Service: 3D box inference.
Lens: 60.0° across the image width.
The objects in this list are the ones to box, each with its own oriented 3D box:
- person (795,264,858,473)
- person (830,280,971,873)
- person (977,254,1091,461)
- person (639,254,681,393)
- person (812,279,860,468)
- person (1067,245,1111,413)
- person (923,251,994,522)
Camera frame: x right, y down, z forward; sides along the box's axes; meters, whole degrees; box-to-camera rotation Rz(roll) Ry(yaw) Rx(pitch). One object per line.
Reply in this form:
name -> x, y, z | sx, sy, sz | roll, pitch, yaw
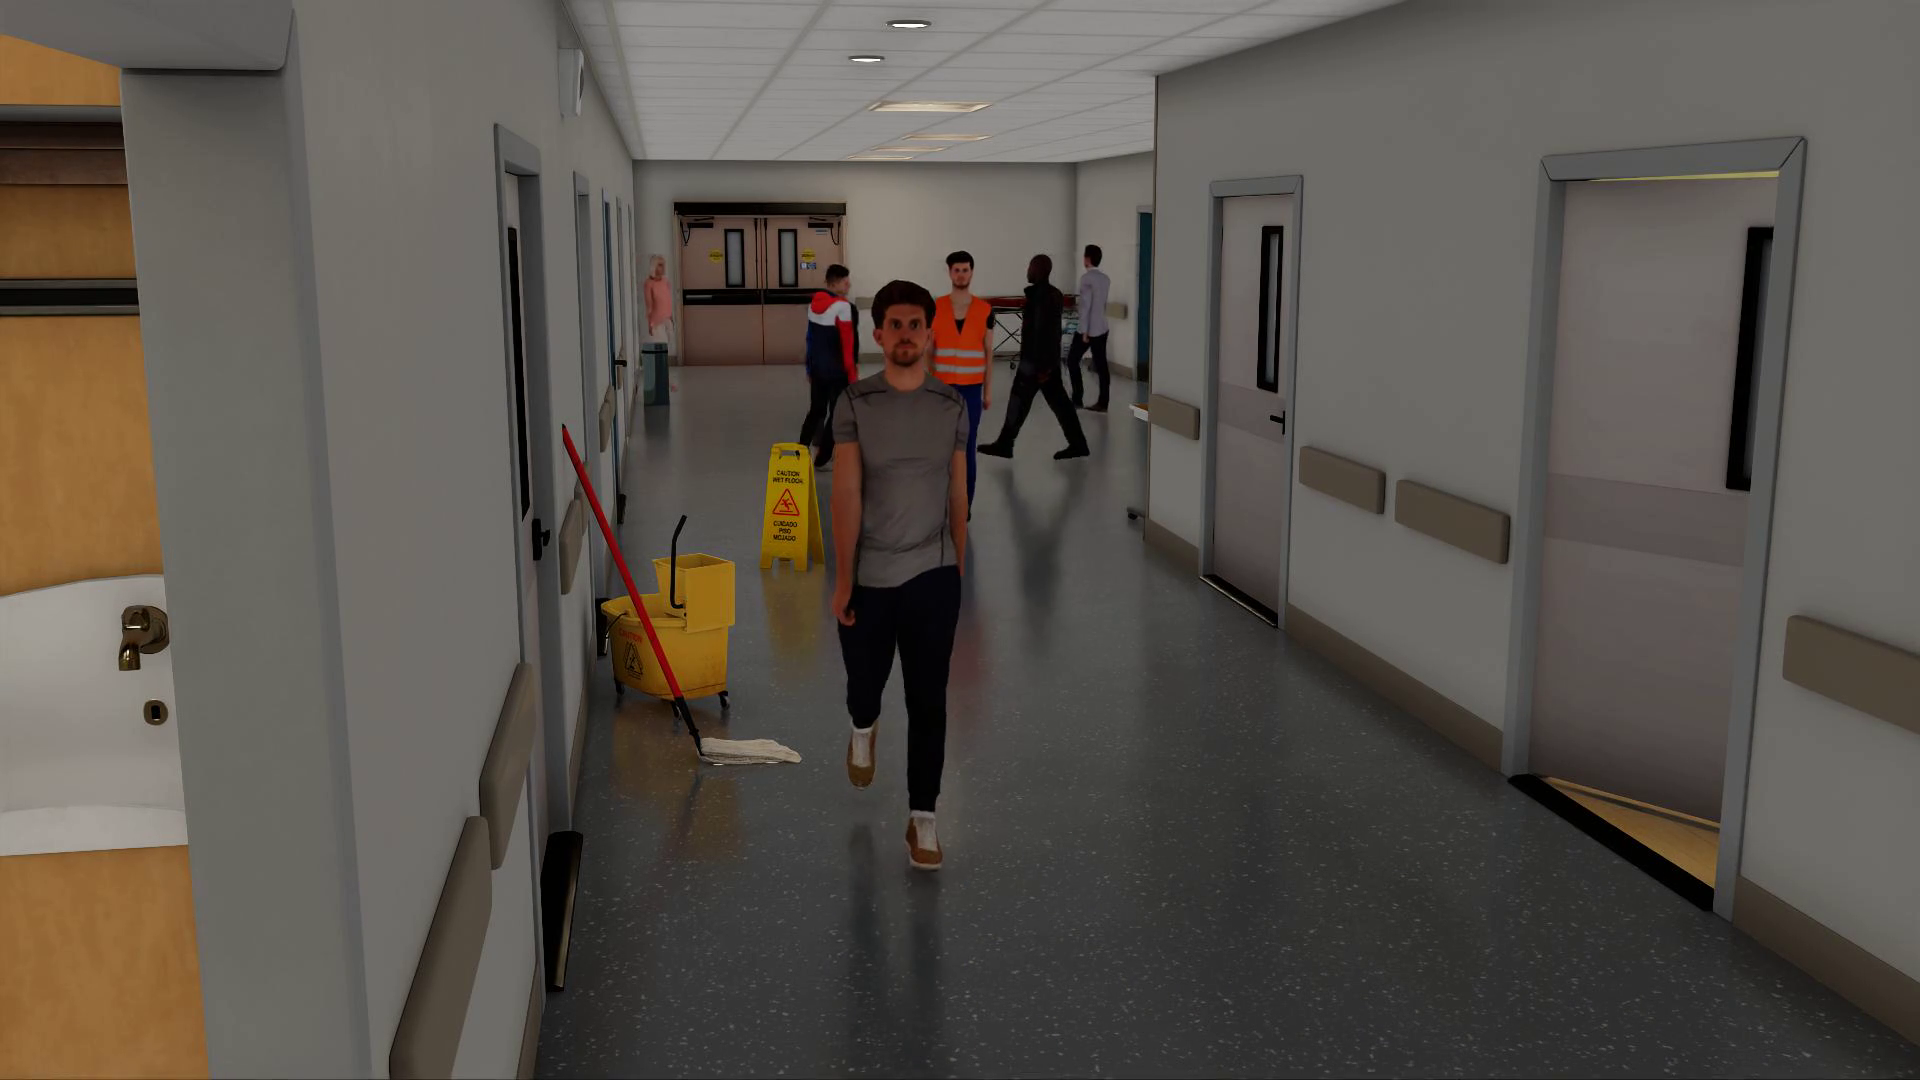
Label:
person -> -1.130, -1.420, 13.924 | 0.793, 1.728, 0.892 | 6, 13, 31
person -> -0.226, 0.099, 5.541 | 0.658, 1.870, 1.164 | -1, 11, -8
person -> 0.801, -1.536, 14.389 | 1.159, 1.782, 1.287 | 3, 11, 17
person -> -3.797, -2.681, 20.654 | 0.952, 1.697, 0.922 | 5, 12, 23
person -> -1.086, -1.471, 14.349 | 0.599, 1.670, 0.532 | -2, 11, -13
person -> 1.532, -2.311, 18.348 | 0.976, 1.829, 0.910 | 10, 15, 43
person -> -0.027, -1.090, 11.847 | 0.853, 1.854, 1.248 | 1, 11, 3
